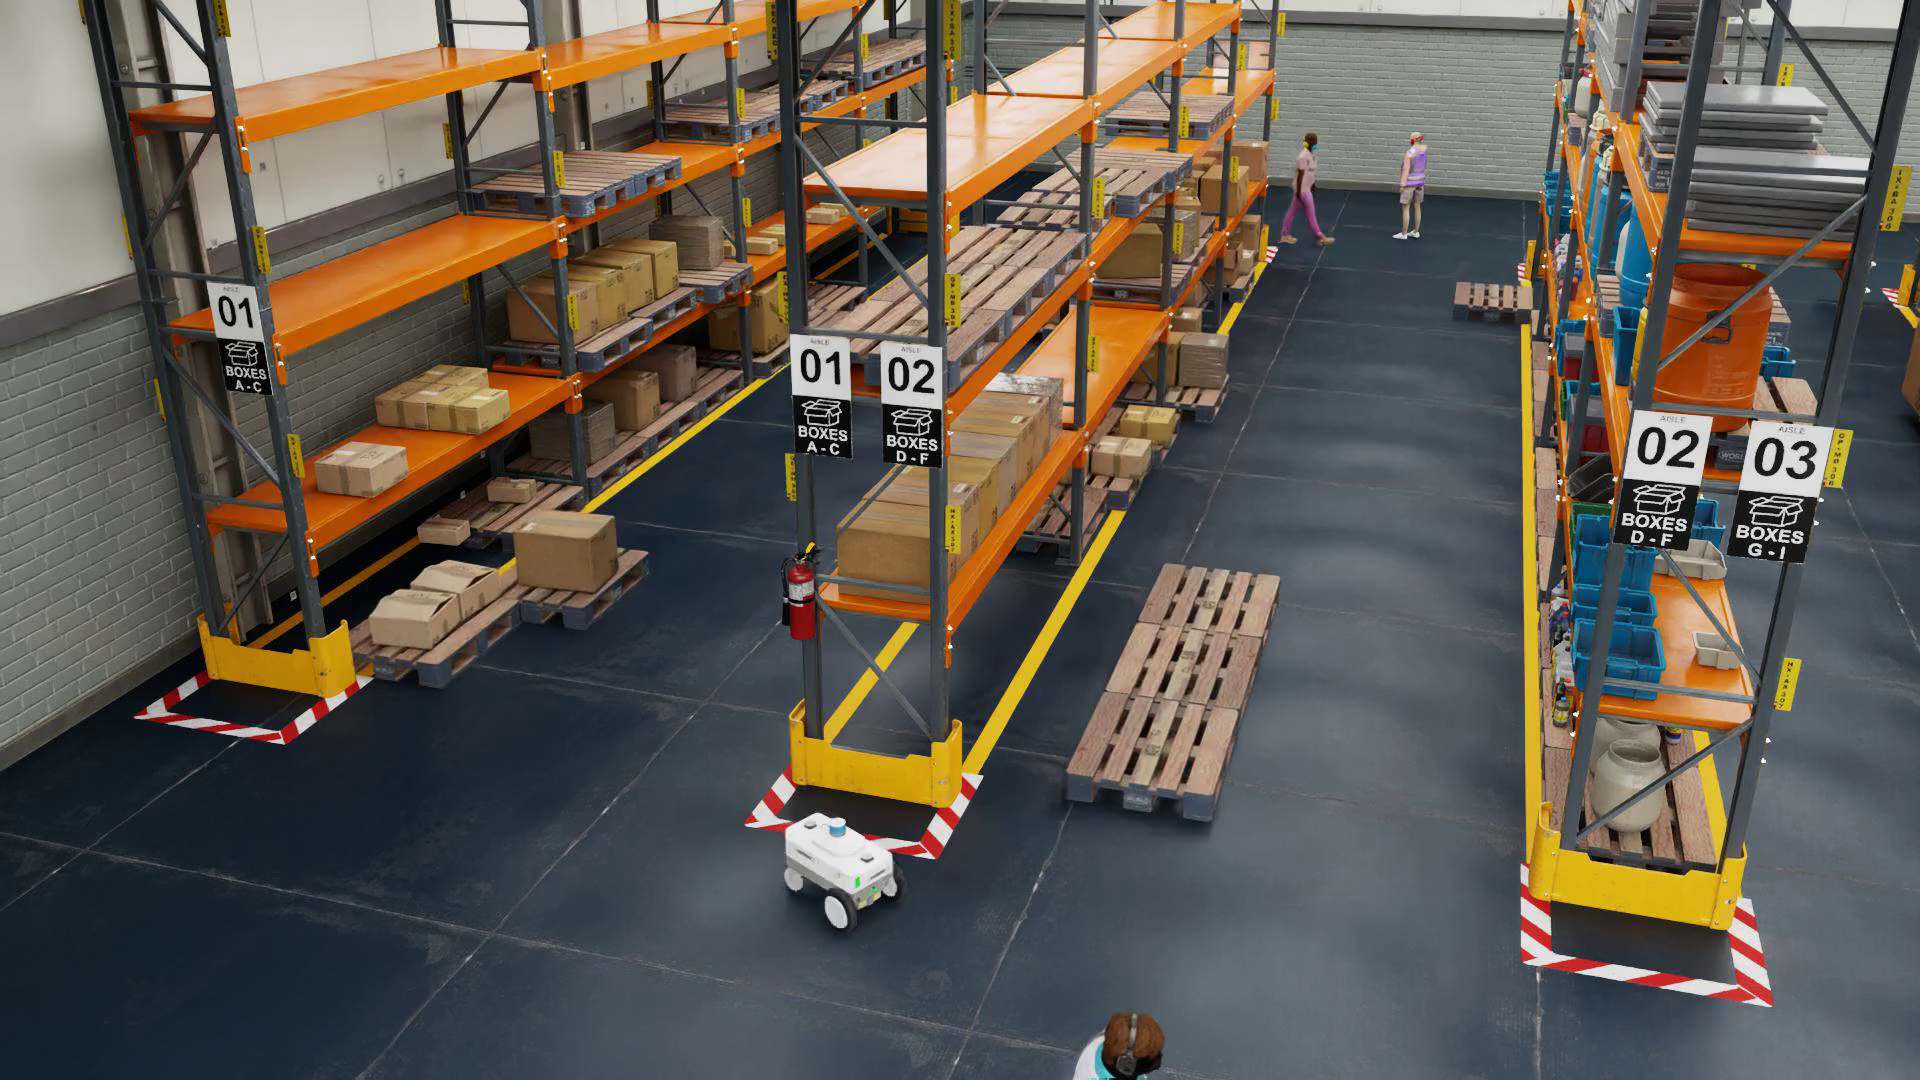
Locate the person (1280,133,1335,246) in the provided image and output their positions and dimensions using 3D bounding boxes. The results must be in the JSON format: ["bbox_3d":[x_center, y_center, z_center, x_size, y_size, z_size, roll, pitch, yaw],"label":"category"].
[{"bbox_3d":[5.480,-5.468,25.967,0.924,1.737,0.548,8,24,17],"label":"person"}]

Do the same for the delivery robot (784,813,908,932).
[{"bbox_3d":[-0.726,1.998,10.194,0.796,0.606,0.499,21,31,40],"label":"delivery robot"}]

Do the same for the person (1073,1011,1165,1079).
[{"bbox_3d":[0.690,2.700,7.002,1.017,1.775,0.646,1,23,2],"label":"person"}]

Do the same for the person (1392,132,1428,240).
[{"bbox_3d":[7.186,-5.622,26.419,0.489,1.688,0.345,-14,27,-30],"label":"person"}]
